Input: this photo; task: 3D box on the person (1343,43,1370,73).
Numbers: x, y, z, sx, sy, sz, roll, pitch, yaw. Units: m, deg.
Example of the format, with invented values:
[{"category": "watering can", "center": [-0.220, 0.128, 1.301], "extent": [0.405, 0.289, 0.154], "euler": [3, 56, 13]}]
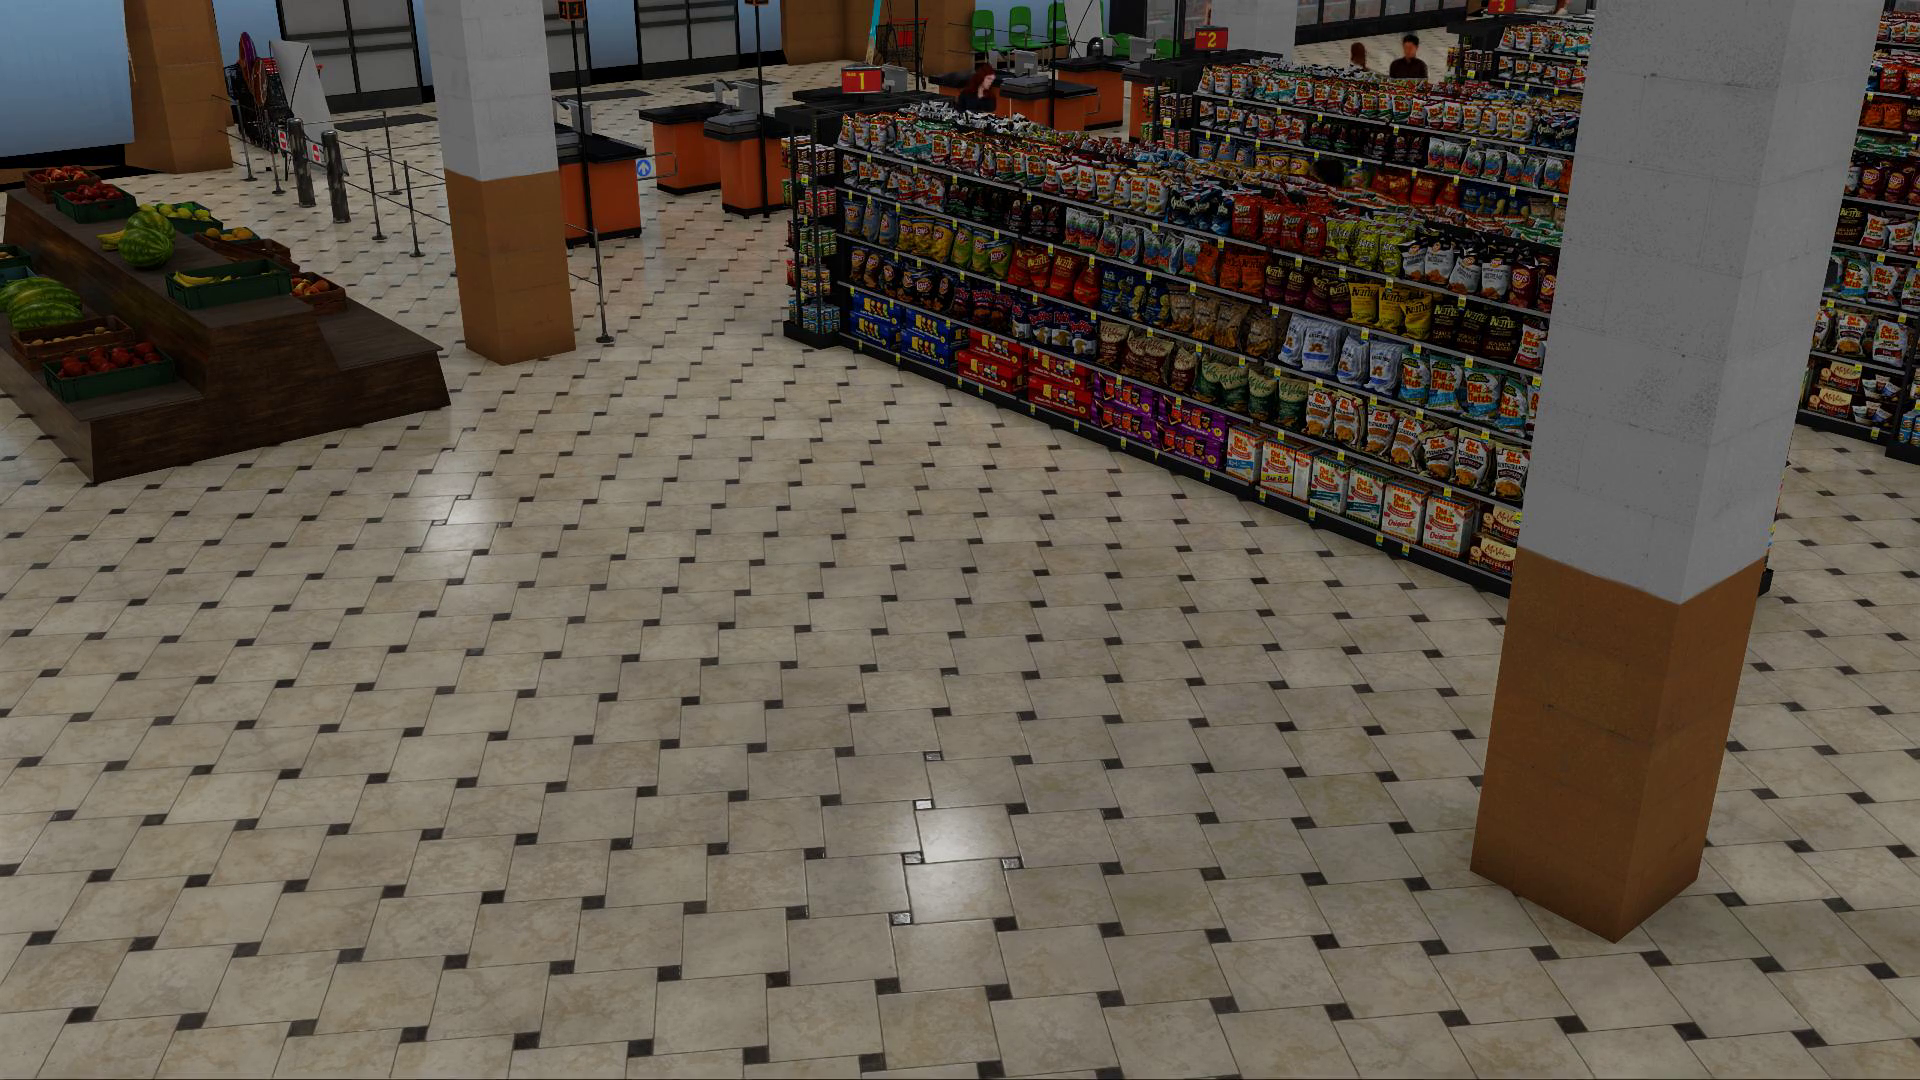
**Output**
[{"category": "person", "center": [5.013, -5.476, 21.178], "extent": [0.844, 1.606, 1.020], "euler": [-4, 24, -9]}]

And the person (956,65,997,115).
[{"category": "person", "center": [0.100, -4.385, 18.497], "extent": [0.777, 1.758, 0.880], "euler": [10, 26, 22]}]

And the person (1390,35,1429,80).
[{"category": "person", "center": [5.621, -5.446, 20.915], "extent": [0.736, 1.762, 0.852], "euler": [7, 25, 15]}]
